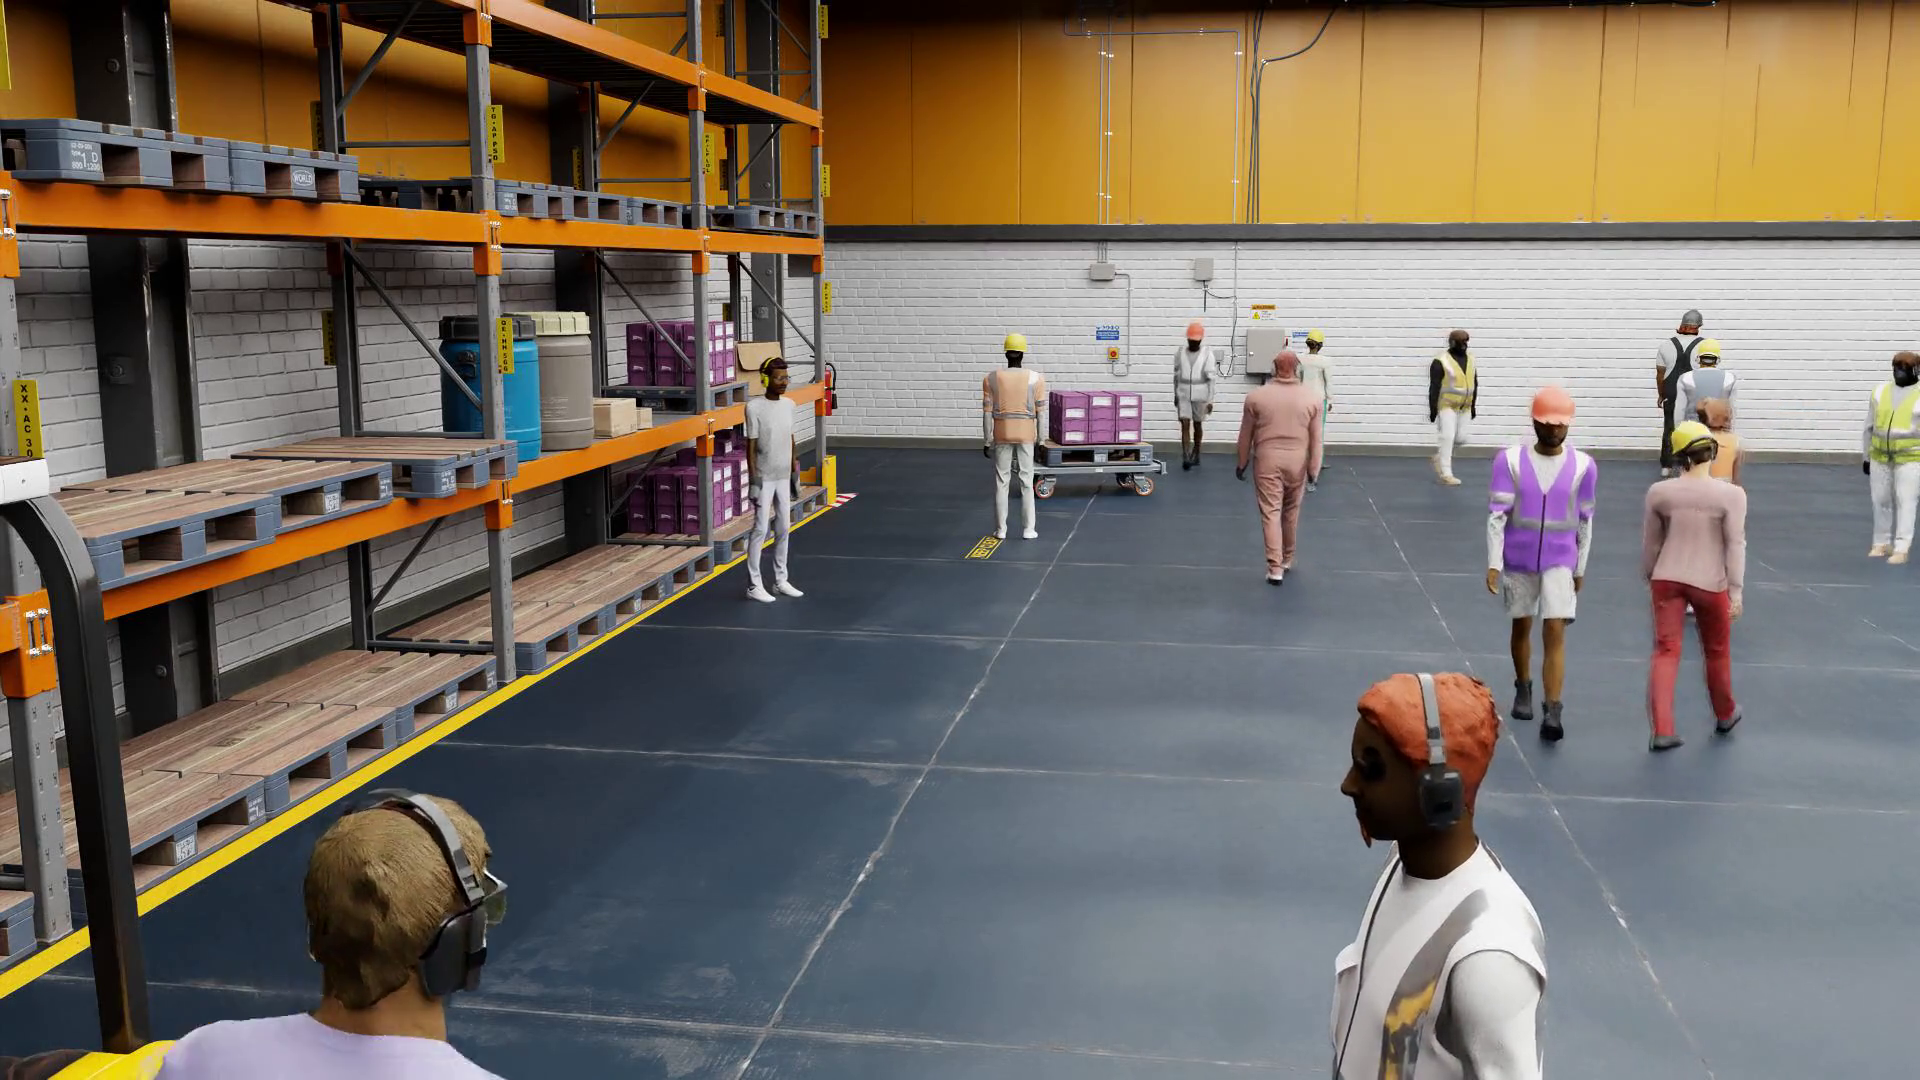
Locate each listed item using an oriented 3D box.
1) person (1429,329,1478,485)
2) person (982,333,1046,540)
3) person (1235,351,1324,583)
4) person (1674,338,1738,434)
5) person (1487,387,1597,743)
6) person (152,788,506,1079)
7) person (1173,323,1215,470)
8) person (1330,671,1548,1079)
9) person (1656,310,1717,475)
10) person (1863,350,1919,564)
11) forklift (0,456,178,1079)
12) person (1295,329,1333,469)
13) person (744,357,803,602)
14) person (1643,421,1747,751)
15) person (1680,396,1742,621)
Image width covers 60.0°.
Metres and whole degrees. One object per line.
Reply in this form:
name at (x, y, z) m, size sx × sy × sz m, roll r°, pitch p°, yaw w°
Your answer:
person at (5.766, -1.570, 19.576) m, size 0.655 × 1.834 × 0.577 m, roll -4°, pitch 10°, yaw -25°
person at (0.504, -0.954, 15.481) m, size 0.594 × 1.926 × 0.367 m, roll 0°, pitch 9°, yaw 2°
person at (2.598, -0.607, 13.555) m, size 0.656 × 1.854 × 0.981 m, roll 0°, pitch 9°, yaw 3°
person at (7.426, -1.088, 16.596) m, size 0.586 × 1.835 × 0.404 m, roll 3°, pitch 10°, yaw 15°
person at (3.125, 0.122, 8.967) m, size 0.556 × 1.875 × 1.015 m, roll 3°, pitch 10°, yaw 17°
person at (-0.717, 1.243, 1.989) m, size 0.631 × 1.915 × 0.886 m, roll 2°, pitch 10°, yaw 14°
person at (2.959, -1.816, 21.055) m, size 0.548 × 1.846 × 1.075 m, roll 2°, pitch 10°, yaw 15°
person at (0.767, 1.132, 2.744) m, size 0.337 × 1.882 × 0.585 m, roll 0°, pitch 9°, yaw 2°
person at (8.870, -1.791, 20.293) m, size 0.687 × 2.000 × 0.535 m, roll 7°, pitch 11°, yaw 37°
person at (8.090, -0.715, 14.336) m, size 0.430 × 1.854 × 0.628 m, roll -6°, pitch 11°, yaw -34°
forklift at (-2.328, 0.975, 2.765) m, size 2.313 × 2.155 × 1.214 m, roll 1°, pitch 9°, yaw 9°
person at (4.470, -1.776, 21.051) m, size 0.525 × 1.769 × 0.316 m, roll 6°, pitch 11°, yaw 34°
person at (-1.420, -0.459, 12.655) m, size 0.318 × 1.860 × 0.509 m, roll 8°, pitch 12°, yaw 40°
person at (3.926, 0.229, 8.828) m, size 0.561 × 1.708 × 0.868 m, roll 9°, pitch 13°, yaw 43°
person at (5.264, -0.208, 11.818) m, size 0.540 × 1.620 × 0.519 m, roll -3°, pitch 10°, yaw -17°
